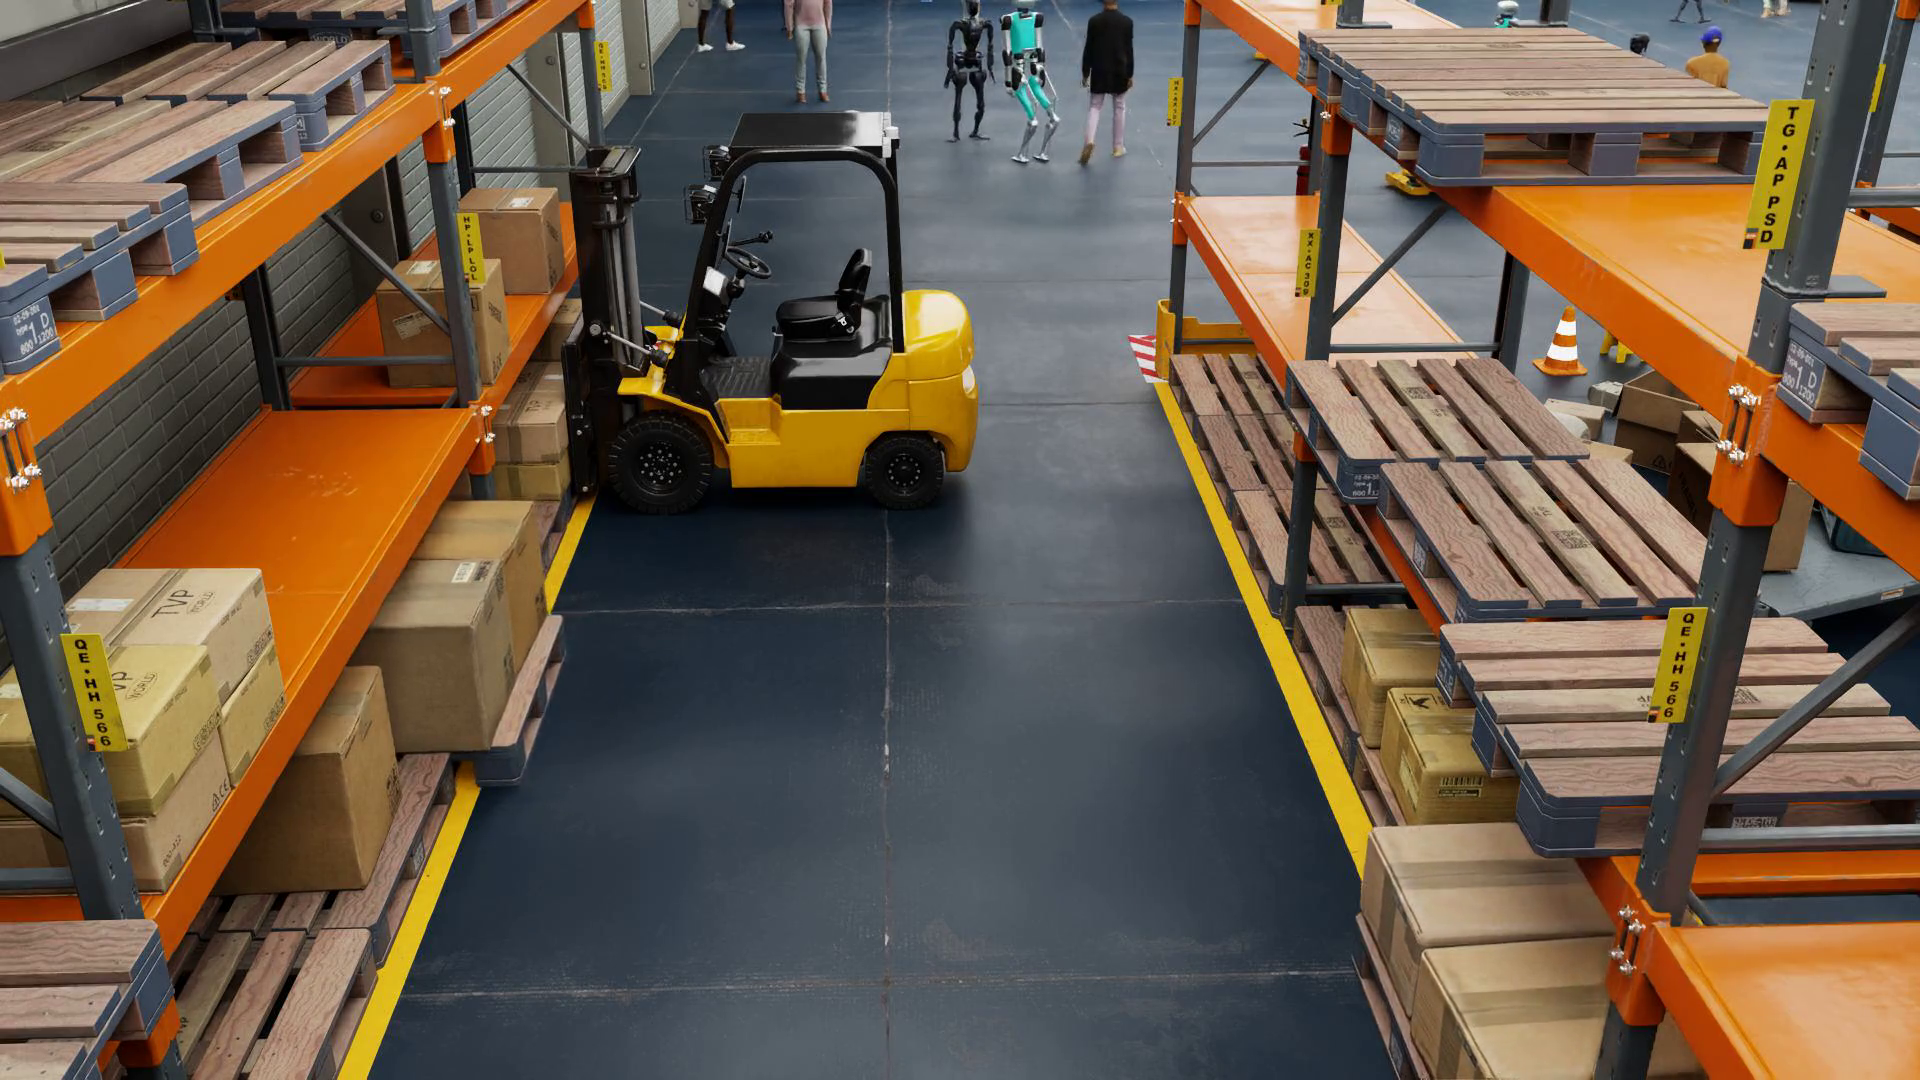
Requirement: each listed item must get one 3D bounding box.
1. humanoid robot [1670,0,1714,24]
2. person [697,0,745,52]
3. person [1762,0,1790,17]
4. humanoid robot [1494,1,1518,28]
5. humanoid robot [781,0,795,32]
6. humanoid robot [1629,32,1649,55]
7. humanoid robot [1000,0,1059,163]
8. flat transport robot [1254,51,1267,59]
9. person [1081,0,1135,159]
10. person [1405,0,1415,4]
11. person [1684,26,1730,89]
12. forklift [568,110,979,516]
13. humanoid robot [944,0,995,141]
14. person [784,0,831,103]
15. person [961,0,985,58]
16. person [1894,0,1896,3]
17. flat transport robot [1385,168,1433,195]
[{"bbox_3d":[12.329,-9.433,27.660,0.712,1.629,0.591,16,30,31],"label":"humanoid robot"},{"bbox_3d":[-3.634,-8.299,25.029,0.562,1.855,0.688,23,34,40],"label":"person"},{"bbox_3d":[14.149,-9.932,28.471,0.579,1.861,0.818,23,34,39],"label":"person"},{"bbox_3d":[5.538,-4.837,17.918,0.745,1.866,0.566,1,25,2],"label":"humanoid robot"},{"bbox_3d":[-2.822,-9.040,26.806,0.609,1.647,0.463,22,33,38],"label":"humanoid robot"},{"bbox_3d":[6.670,-4.204,16.574,0.616,1.639,0.585,-8,27,-17],"label":"humanoid robot"},{"bbox_3d":[0.807,-5.008,18.128,0.530,1.724,0.739,-15,29,-29],"label":"humanoid robot"},{"bbox_3d":[5.082,-7.340,24.847,0.659,0.231,1.431,22,33,39],"label":"flat transport robot"},{"bbox_3d":[1.623,-5.125,18.337,0.556,1.837,0.649,5,26,11],"label":"person"},{"bbox_3d":[6.732,-8.336,25.109,0.571,1.843,0.375,-10,27,-20],"label":"person"},{"bbox_3d":[7.381,-4.313,16.769,0.466,1.693,0.735,0,25,0],"label":"person"},{"bbox_3d":[-1.043,-1.379,9.976,2.313,2.155,1.214,-1,25,-2],"label":"forklift"},{"bbox_3d":[0.108,-5.420,19.145,0.618,1.642,0.362,-8,26,-16],"label":"humanoid robot"},{"bbox_3d":[-1.939,-6.602,21.341,0.627,1.930,0.367,-7,26,-15],"label":"person"},{"bbox_3d":[0.200,-8.009,24.536,0.350,1.744,0.566,-9,27,-18],"label":"person"},{"bbox_3d":[17.000,-10.655,30.151,0.551,1.738,0.661,-2,25,-5],"label":"person"},{"bbox_3d":[5.232,-3.768,17.282,1.431,0.231,0.659,-4,26,-8],"label":"flat transport robot"}]
